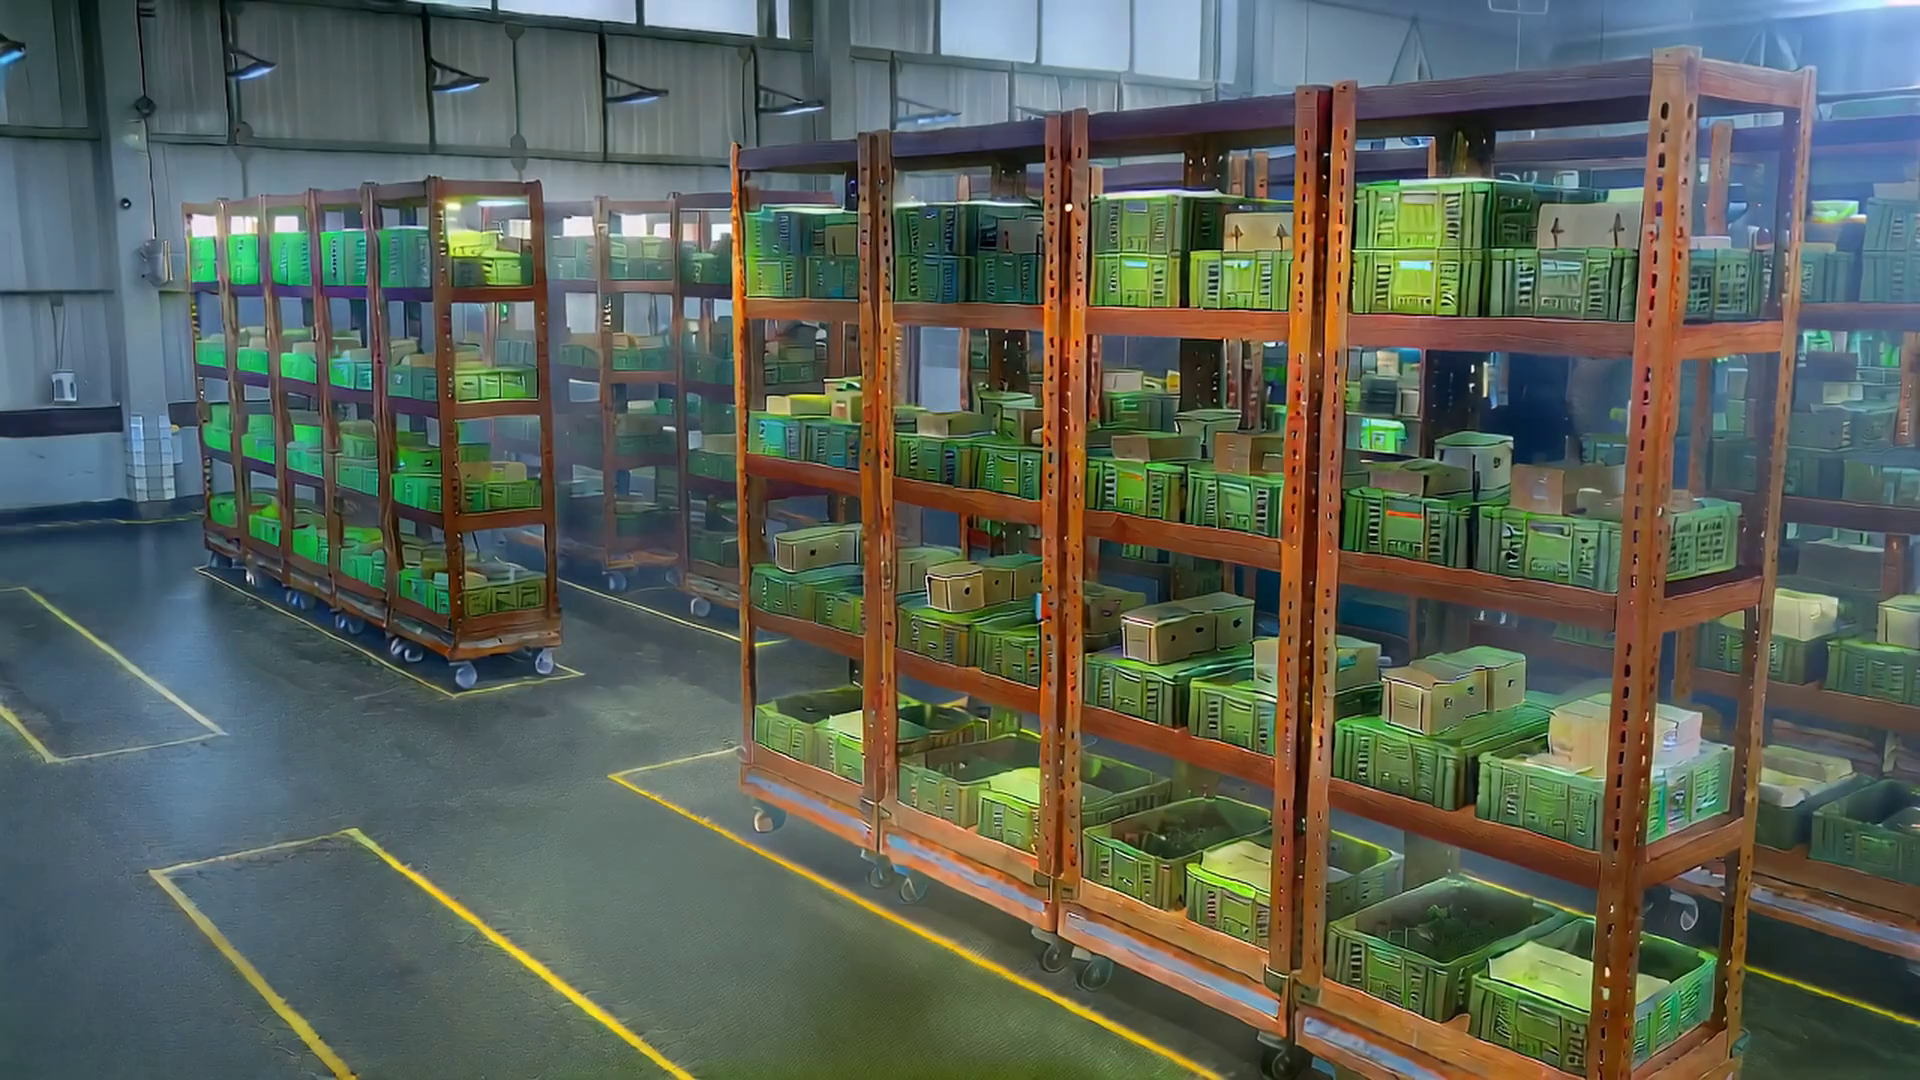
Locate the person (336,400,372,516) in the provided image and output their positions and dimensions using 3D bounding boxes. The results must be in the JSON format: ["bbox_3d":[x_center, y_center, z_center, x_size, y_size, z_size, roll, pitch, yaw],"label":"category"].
[{"bbox_3d":[-6.104,-0.693,16.916,0.389,1.837,0.560,-4,10,-23],"label":"person"}]

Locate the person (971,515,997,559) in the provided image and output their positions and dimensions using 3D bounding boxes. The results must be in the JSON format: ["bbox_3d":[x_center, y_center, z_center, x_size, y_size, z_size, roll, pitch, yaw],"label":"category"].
[{"bbox_3d":[0.304,-0.041,12.977,0.594,1.832,0.404,-3,10,-19],"label":"person"}]
